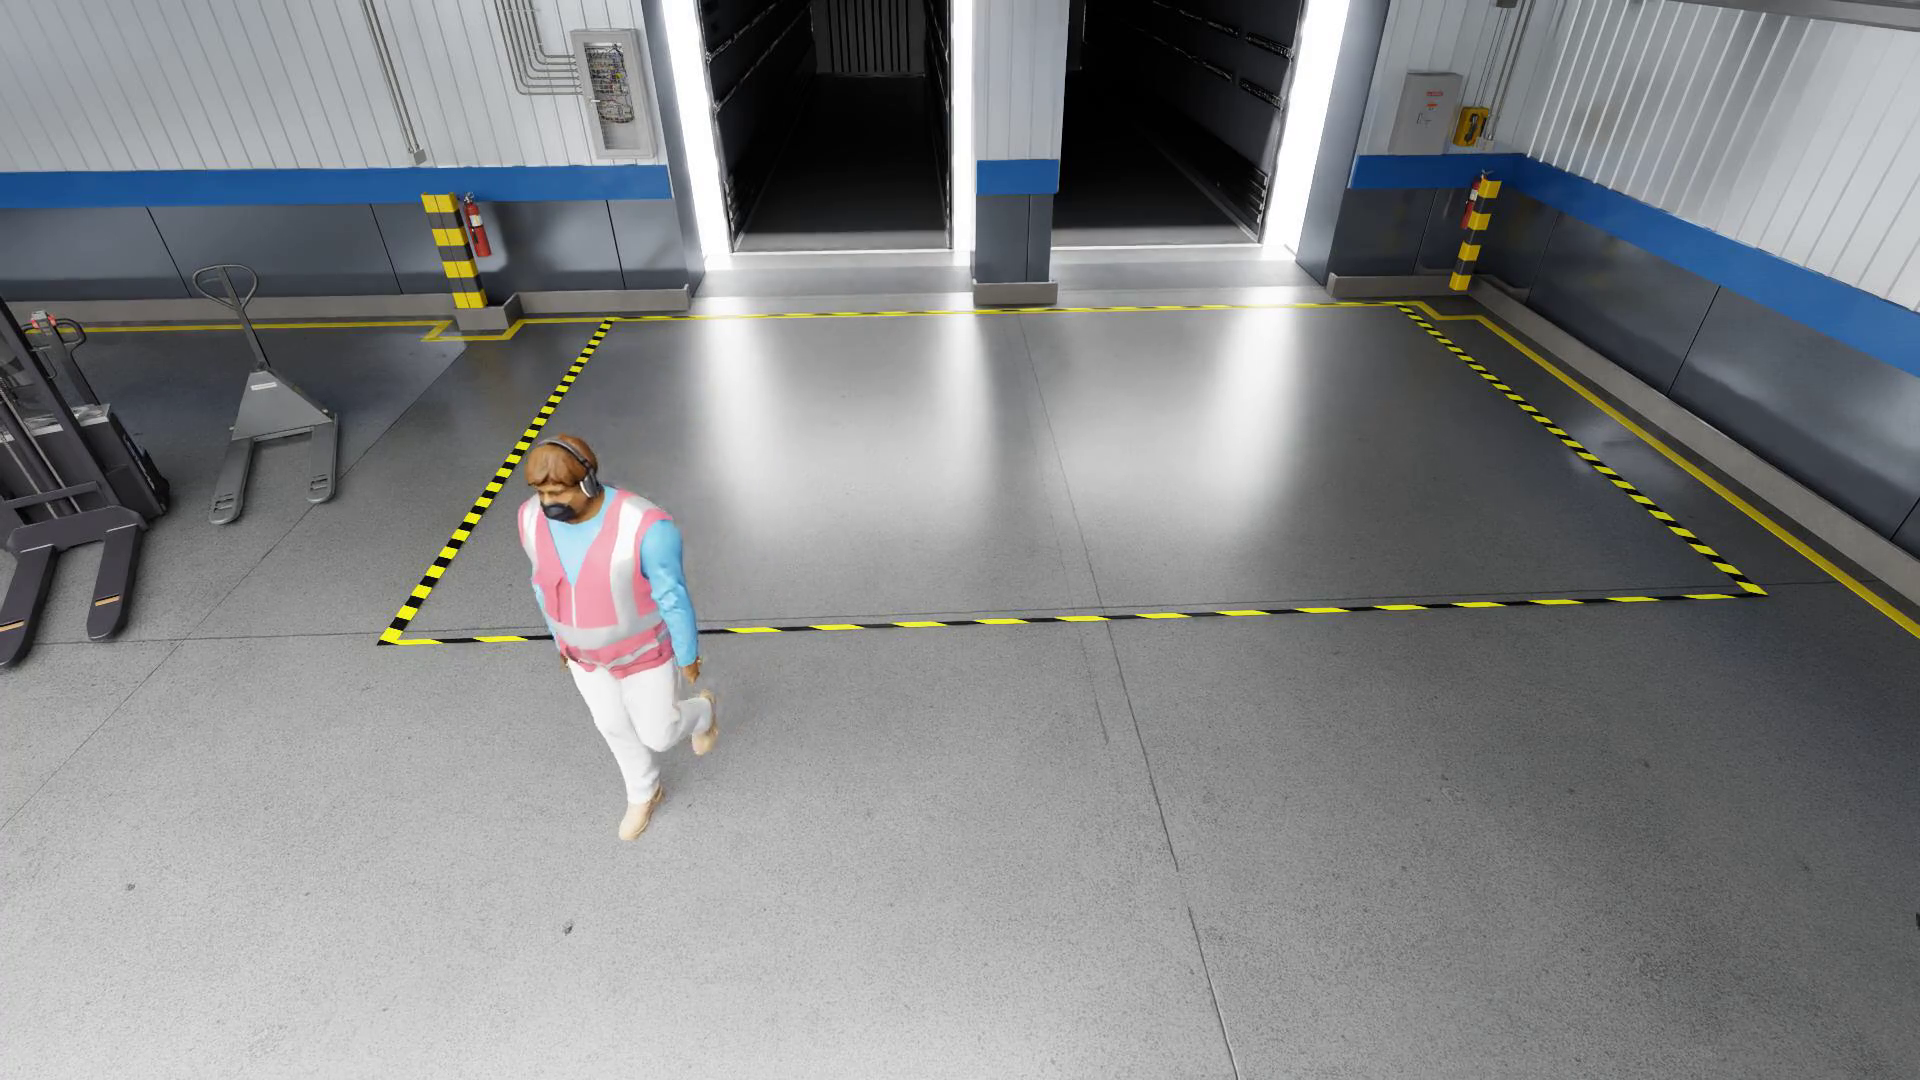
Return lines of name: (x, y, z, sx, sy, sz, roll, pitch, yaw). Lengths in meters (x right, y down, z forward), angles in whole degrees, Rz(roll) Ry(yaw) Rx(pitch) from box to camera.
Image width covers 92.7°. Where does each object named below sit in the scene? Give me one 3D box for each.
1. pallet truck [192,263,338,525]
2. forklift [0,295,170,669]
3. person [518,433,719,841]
pallet truck: (-4.778, -1.027, 6.128, 0.680, 1.201, 1.601, -17, 38, -23)
forklift: (-5.212, -0.618, 4.878, 0.823, 1.965, 1.885, -20, 39, -26)
person: (-1.296, 0.373, 3.603, 0.633, 1.823, 0.642, 8, 36, 12)
